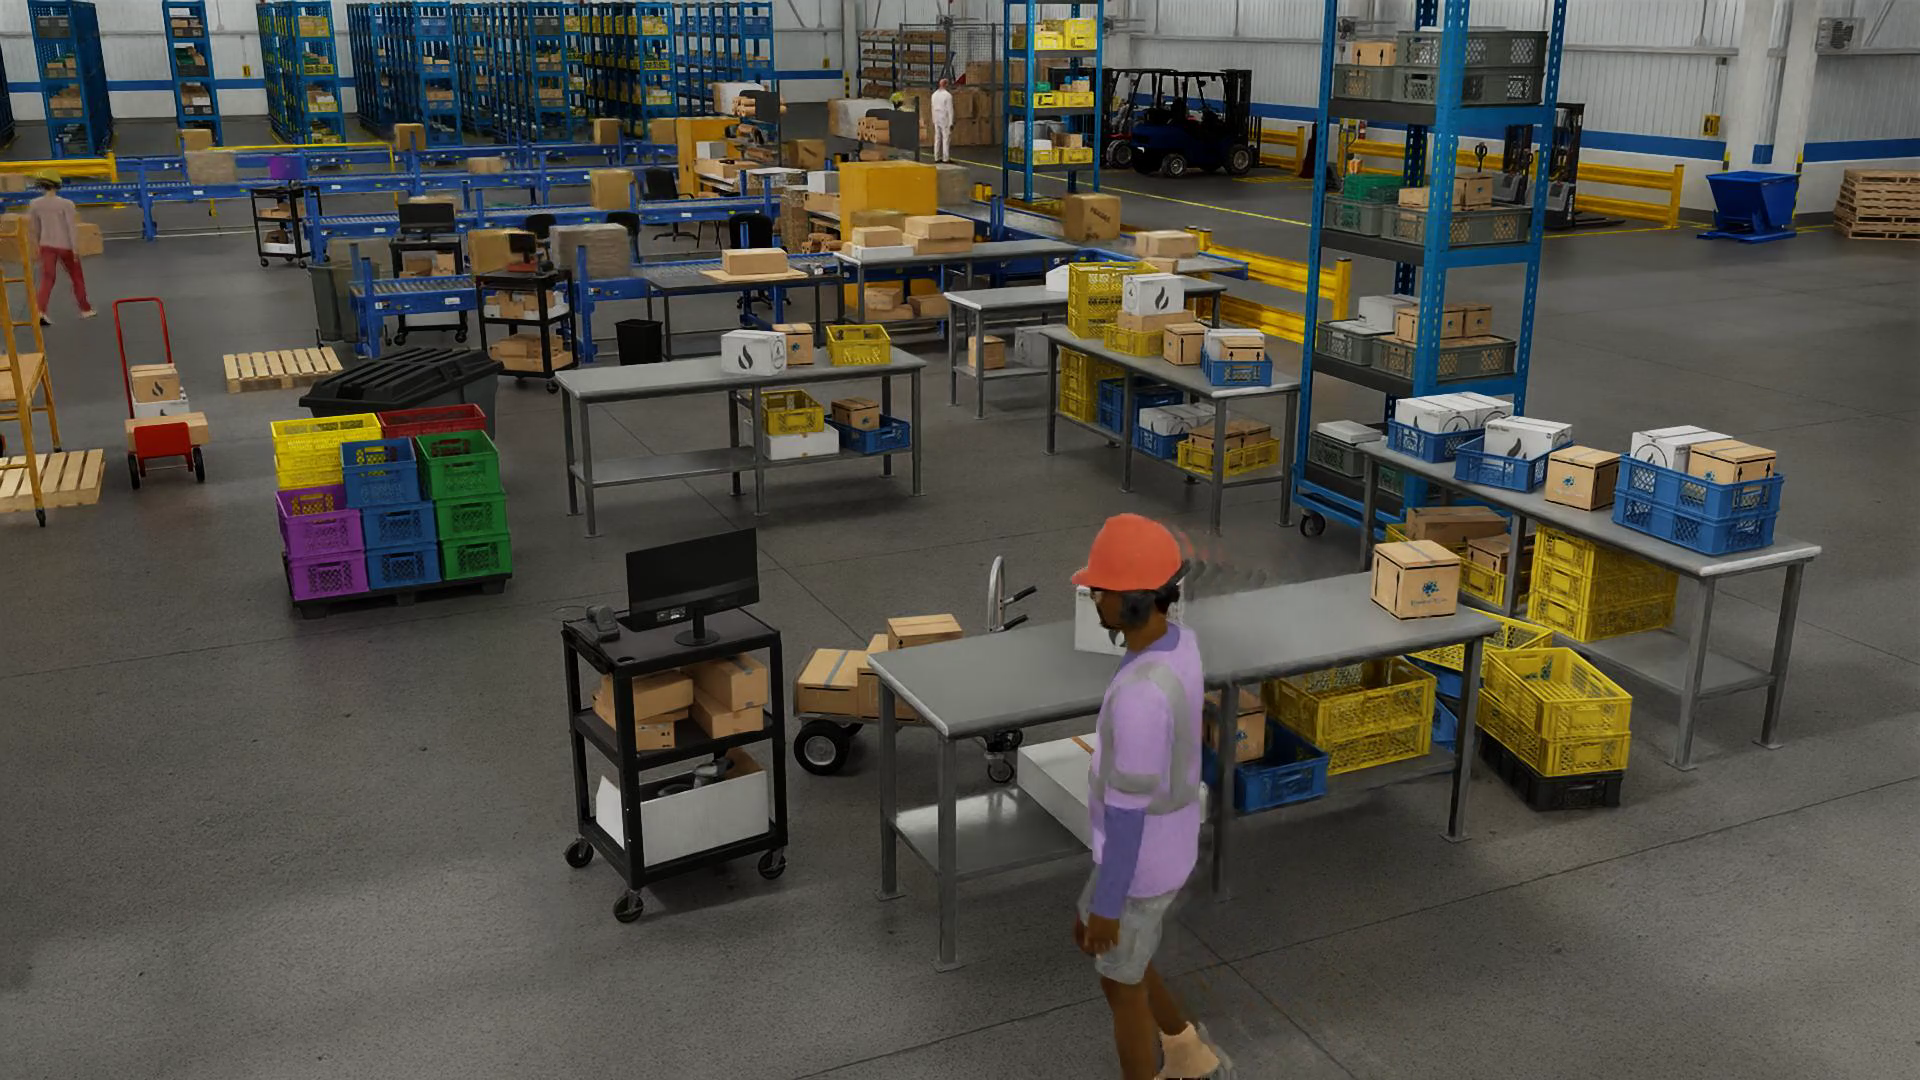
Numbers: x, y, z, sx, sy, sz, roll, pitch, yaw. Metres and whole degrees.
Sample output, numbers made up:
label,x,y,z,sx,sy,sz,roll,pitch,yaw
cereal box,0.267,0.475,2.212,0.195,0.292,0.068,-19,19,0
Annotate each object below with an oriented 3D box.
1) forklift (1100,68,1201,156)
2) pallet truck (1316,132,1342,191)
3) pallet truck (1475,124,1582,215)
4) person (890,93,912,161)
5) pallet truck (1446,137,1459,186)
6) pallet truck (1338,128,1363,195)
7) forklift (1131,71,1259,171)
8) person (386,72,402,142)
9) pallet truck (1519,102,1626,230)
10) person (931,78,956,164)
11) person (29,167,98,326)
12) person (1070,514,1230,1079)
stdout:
label,x,y,z,sx,sy,sz,roll,pitch,yaw
forklift,4.082,-9.564,37.410,2.680,1.987,1.157,-8,19,-23
pallet truck,7.723,-7.504,32.656,1.601,1.201,0.680,-8,19,-23
pallet truck,9.707,-6.455,28.103,1.885,1.965,0.823,-7,19,-20
person,-1.314,-8.309,34.318,0.971,1.771,0.586,3,18,9
pallet truck,9.184,-6.485,29.328,1.630,1.274,0.653,-8,19,-23
pallet truck,7.845,-7.140,31.411,1.522,1.261,0.704,-9,20,-25
forklift,4.998,-8.936,35.413,2.680,1.987,1.157,-9,20,-25
person,-15.068,-11.581,44.521,0.433,1.832,0.583,-8,19,-24
pallet truck,9.972,-6.037,26.785,1.885,1.965,0.823,-9,20,-25
person,-0.372,-9.639,38.285,0.401,1.905,0.646,-16,24,-41
person,-10.077,-3.268,18.510,0.531,1.726,0.905,1,18,2
person,0.506,0.907,4.867,0.435,2.031,0.610,3,18,11
